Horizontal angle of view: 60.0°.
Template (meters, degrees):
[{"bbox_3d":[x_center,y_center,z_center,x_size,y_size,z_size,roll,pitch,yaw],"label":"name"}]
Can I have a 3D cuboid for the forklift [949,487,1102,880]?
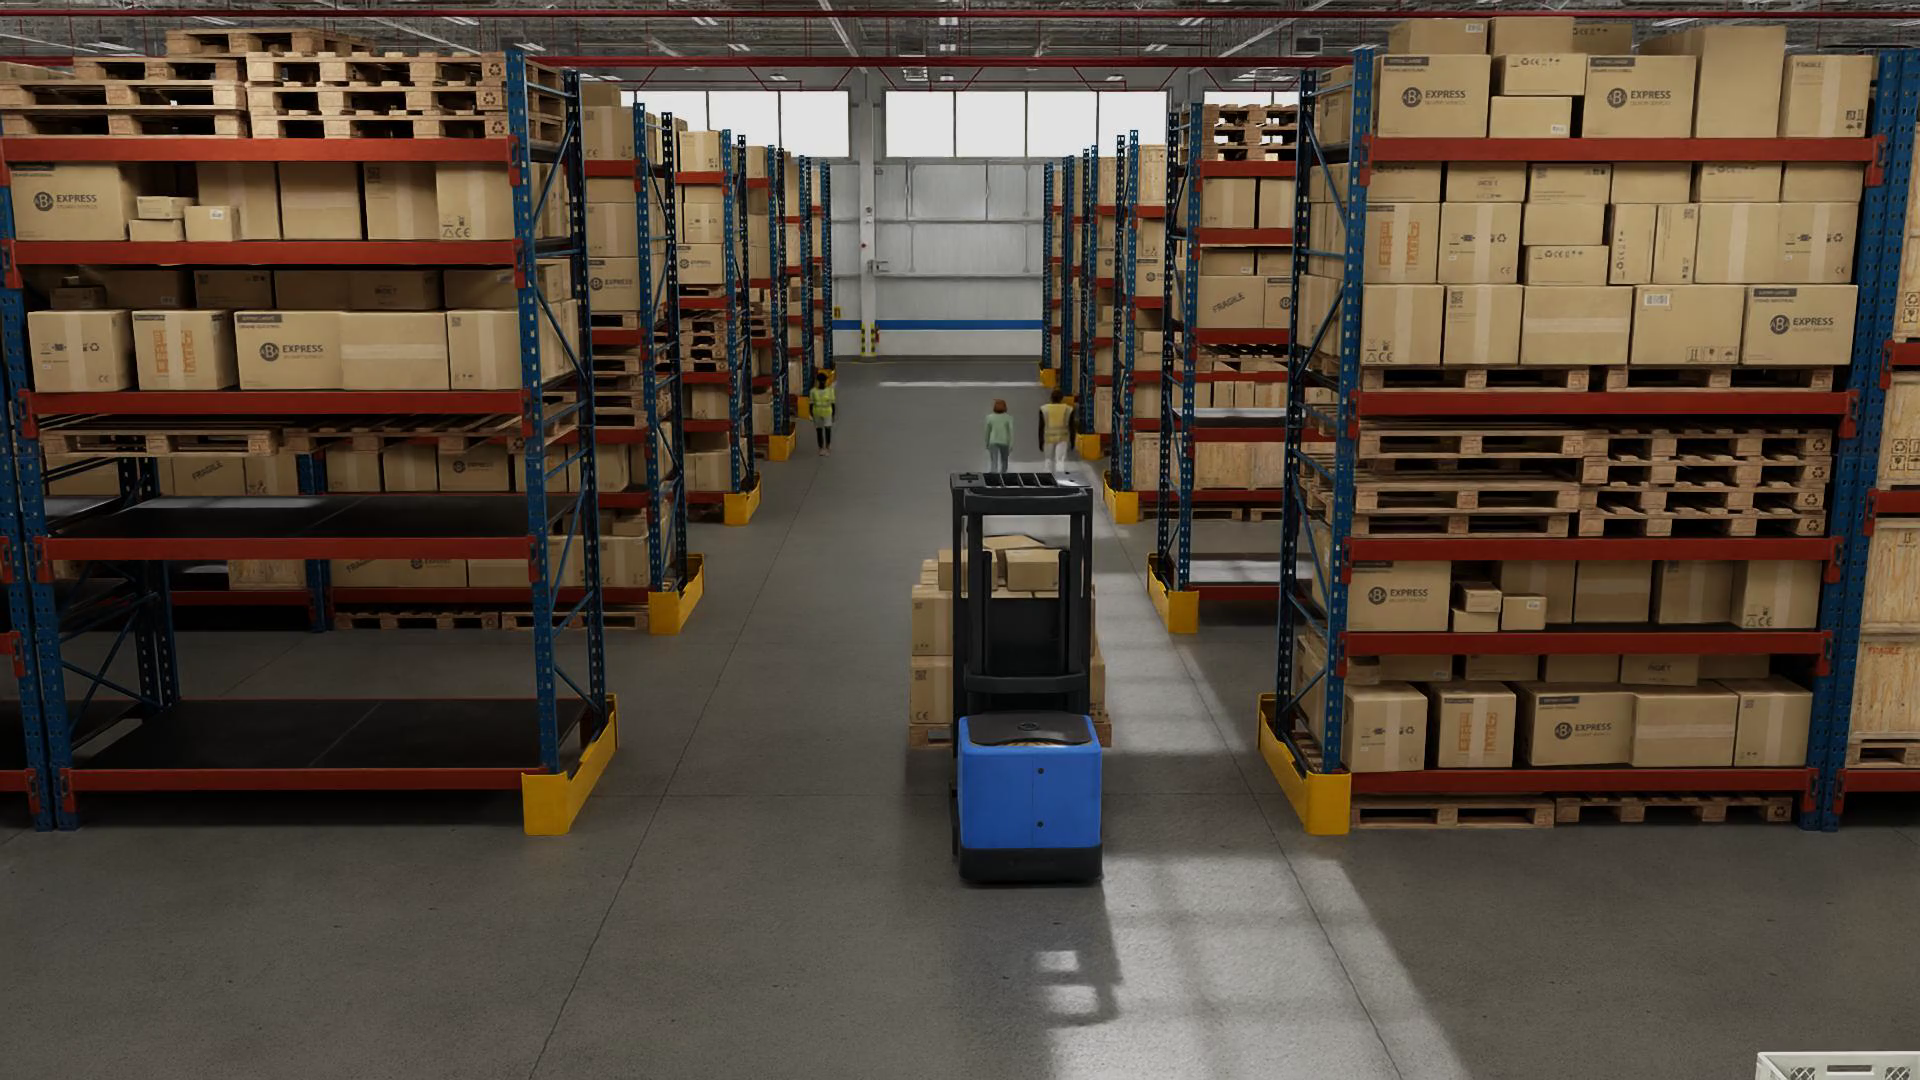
[{"bbox_3d":[0.495,0.986,12.813,1.129,2.768,1.873,0,11,-2],"label":"forklift"}]

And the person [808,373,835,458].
[{"bbox_3d":[-2.739,-2.457,32.866,0.547,1.664,0.696,0,11,-1],"label":"person"}]

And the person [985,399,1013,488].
[{"bbox_3d":[0.687,-1.692,29.299,0.514,1.587,0.852,2,12,10],"label":"person"}]

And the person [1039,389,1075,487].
[{"bbox_3d":[1.694,-1.749,29.069,0.639,1.802,0.951,1,11,3],"label":"person"}]
